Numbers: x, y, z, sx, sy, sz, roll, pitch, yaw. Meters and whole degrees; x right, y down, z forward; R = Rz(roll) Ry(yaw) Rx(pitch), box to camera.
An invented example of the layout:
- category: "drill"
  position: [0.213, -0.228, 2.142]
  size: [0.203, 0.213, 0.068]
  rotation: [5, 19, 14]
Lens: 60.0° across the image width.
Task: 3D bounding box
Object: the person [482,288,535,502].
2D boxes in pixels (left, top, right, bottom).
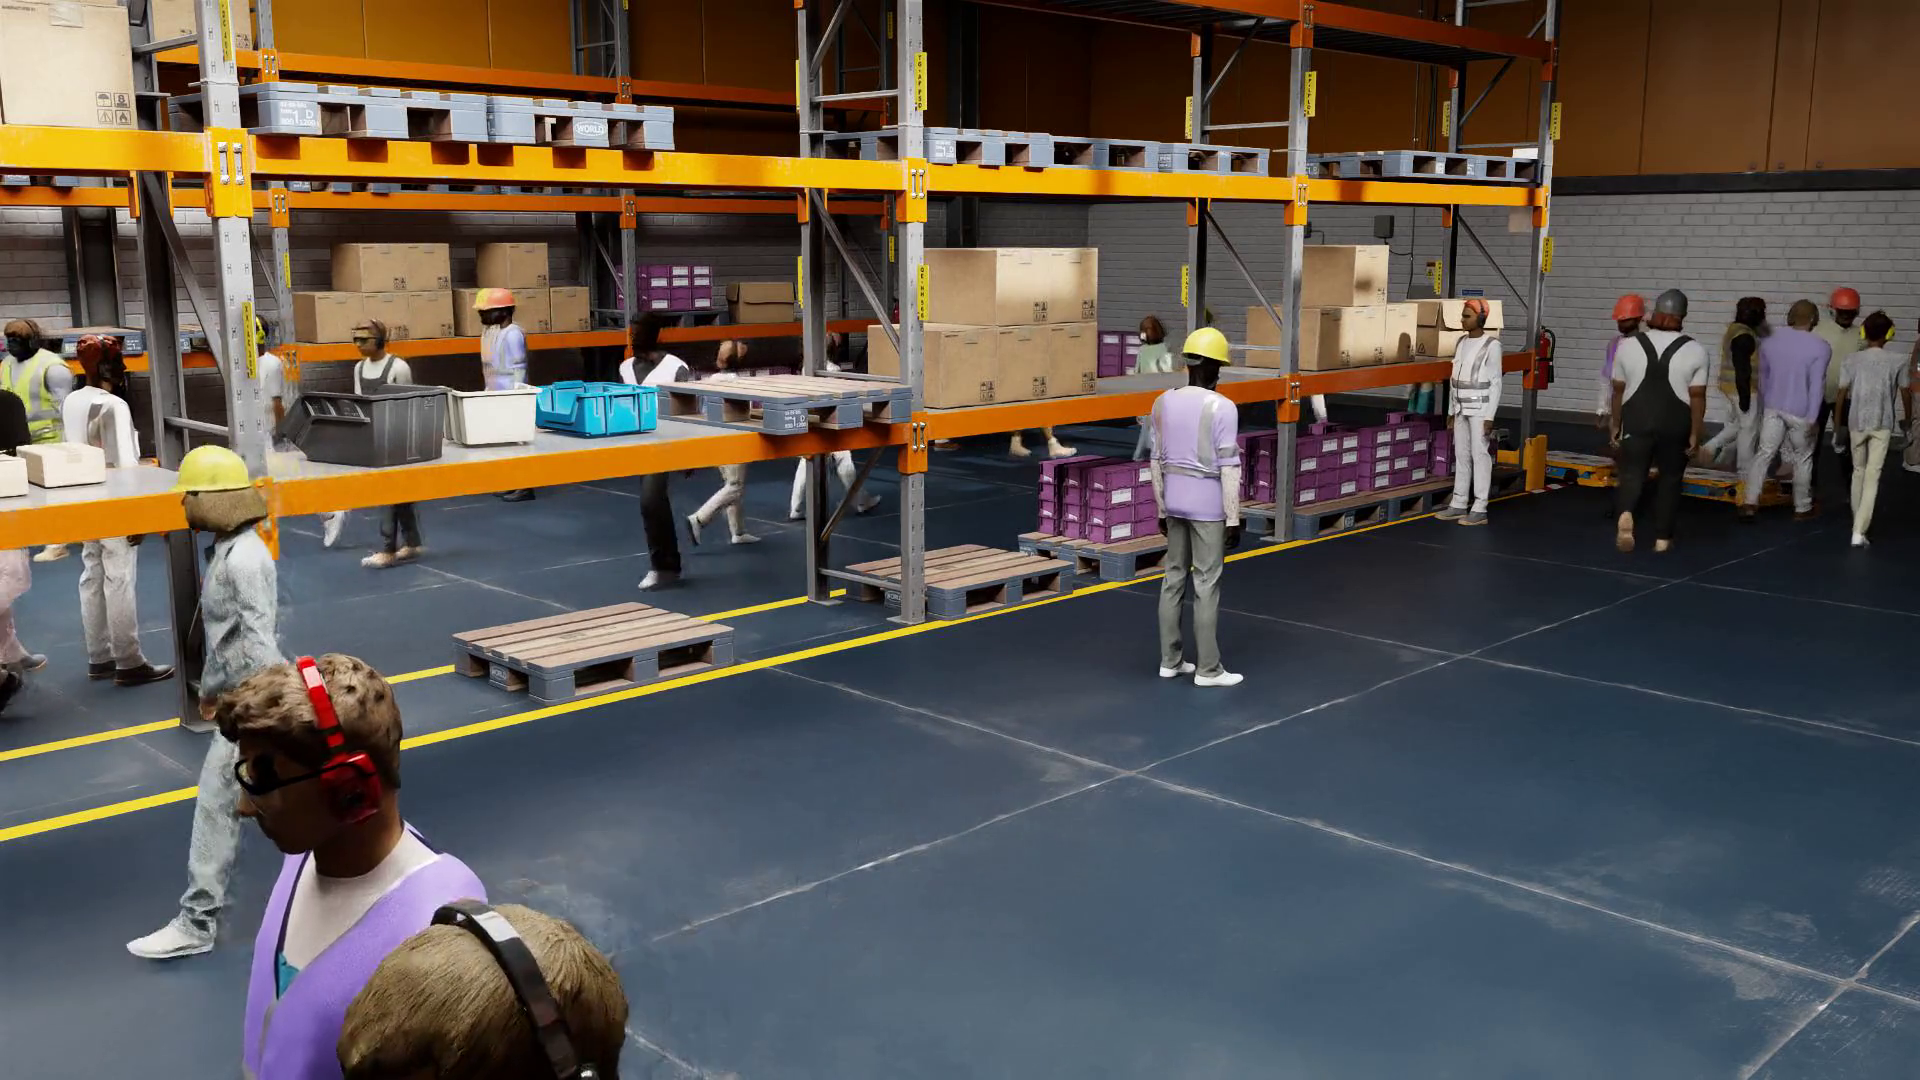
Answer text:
- category: "person"
  position: [-4.105, -1.312, 15.088]
  size: [0.378, 1.932, 0.551]
  rotation: [-5, 12, -27]

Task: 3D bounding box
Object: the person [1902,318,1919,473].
- category: "person"
  position: [9.812, -1.504, 16.943]
  size: [0.309, 1.639, 0.514]
  rotation: [5, 11, 24]

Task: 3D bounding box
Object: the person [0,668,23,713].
- category: "person"
  position: [-5.051, 0.083, 7.912]
  size: [0.591, 1.791, 0.913]
  rotation: [9, 14, 41]

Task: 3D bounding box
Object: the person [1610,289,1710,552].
- category: "person"
  position: [5.244, -0.892, 12.510]
  size: [0.687, 2.000, 0.799]
  rotation: [6, 12, 31]

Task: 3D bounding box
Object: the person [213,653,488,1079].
- category: "person"
  position: [-0.831, 1.053, 2.457]
  size: [0.388, 1.837, 0.564]
  rotation: [-9, 14, -41]

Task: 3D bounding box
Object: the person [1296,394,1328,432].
- category: "person"
  position: [4.184, -2.184, 20.003]
  size: [0.678, 1.863, 0.925]
  rotation: [-6, 12, -28]

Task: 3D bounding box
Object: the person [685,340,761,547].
- category: "person"
  position: [-1.822, -0.724, 12.731]
  size: [0.654, 1.614, 0.518]
  rotation: [-8, 13, -39]

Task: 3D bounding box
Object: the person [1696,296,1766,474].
- category: "person"
  position: [7.593, -1.460, 16.210]
  size: [0.617, 1.822, 0.643]
  rotation: [4, 11, 21]

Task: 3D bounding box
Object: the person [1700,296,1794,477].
- category: "person"
  position: [8.051, -1.541, 16.729]
  size: [0.897, 1.808, 0.632]
  rotation: [5, 11, 25]

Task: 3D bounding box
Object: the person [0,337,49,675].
- category: "person"
  position: [-5.210, -0.172, 8.802]
  size: [0.625, 1.969, 0.756]
  rotation: [3, 11, 15]

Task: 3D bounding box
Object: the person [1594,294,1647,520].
- category: "person"
  position: [5.587, -1.105, 14.029]
  size: [0.579, 1.908, 0.589]
  rotation: [-4, 11, -19]

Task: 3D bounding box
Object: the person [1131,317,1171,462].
- category: "person"
  position: [1.858, -1.429, 16.654]
  size: [0.764, 1.590, 0.510]
  rotation: [-5, 11, -25]

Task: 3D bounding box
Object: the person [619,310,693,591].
- category: "person"
  position: [-2.149, -0.606, 11.333]
  size: [0.610, 1.893, 0.650]
  rotation: [8, 13, 37]

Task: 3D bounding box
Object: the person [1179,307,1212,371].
- category: "person"
  position: [2.301, -1.368, 15.866]
  size: [0.539, 1.752, 0.541]
  rotation: [-6, 12, -28]

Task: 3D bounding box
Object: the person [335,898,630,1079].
- category: "person"
  position: [-0.349, 1.208, 1.522]
  size: [0.637, 1.876, 1.041]
  rotation: [10, 14, 44]

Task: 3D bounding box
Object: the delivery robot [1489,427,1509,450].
- category: "delivery robot"
  position: [5.317, -1.071, 17.282]
  size: [0.707, 0.478, 0.477]
  rotation: [9, 14, 42]

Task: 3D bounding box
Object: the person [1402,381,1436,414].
- category: "person"
  position: [4.563, -1.470, 16.501]
  size: [0.470, 1.732, 0.557]
  rotation: [4, 11, 20]

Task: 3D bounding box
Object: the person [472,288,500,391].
- category: "person"
  position: [-4.496, -1.550, 16.509]
  size: [0.830, 1.898, 0.586]
  rotation: [-10, 14, -42]

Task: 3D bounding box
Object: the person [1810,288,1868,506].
- category: "person"
  position: [7.904, -1.293, 14.993]
  size: [0.599, 1.935, 0.997]
  rotation: [2, 11, 8]

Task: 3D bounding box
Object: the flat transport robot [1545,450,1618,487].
- category: "flat transport robot"
  position: [5.996, -0.721, 16.406]
  size: [0.652, 0.197, 1.431]
  rotation: [-6, 12, -28]

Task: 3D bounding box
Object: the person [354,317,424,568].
- category: "person"
  position: [-4.211, -0.700, 12.084]
  size: [0.580, 1.809, 0.796]
  rotation: [6, 12, 31]

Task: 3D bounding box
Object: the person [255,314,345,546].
- category: "person"
  position: [-5.080, -0.779, 12.471]
  size: [0.687, 1.847, 0.523]
  rotation: [-9, 14, -41]

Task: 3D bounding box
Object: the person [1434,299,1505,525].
- category: "person"
  position: [4.270, -1.065, 13.880]
  size: [0.357, 1.883, 0.573]
  rotation: [-4, 11, -19]

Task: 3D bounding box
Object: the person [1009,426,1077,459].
- category: "person"
  position: [0.923, -1.874, 17.998]
  size: [0.921, 1.987, 0.637]
  rotation: [6, 12, 30]

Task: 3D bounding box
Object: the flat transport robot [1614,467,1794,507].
- category: "flat transport robot"
  position: [6.824, -0.508, 15.242]
  size: [0.652, 0.197, 1.431]
  rotation: [-7, 13, -34]

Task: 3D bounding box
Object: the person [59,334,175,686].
- category: "person"
  position: [-4.574, -0.158, 8.937]
  size: [0.574, 1.882, 0.358]
  rotation: [7, 13, 35]

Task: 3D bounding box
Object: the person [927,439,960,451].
- category: "person"
  position: [-0.249, -1.970, 18.664]
  size: [0.355, 1.938, 0.634]
  rotation: [-7, 12, -32]

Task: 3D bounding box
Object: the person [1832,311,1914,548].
- category: "person"
  position: [7.118, -0.865, 12.984]
  size: [0.535, 1.821, 1.002]
  rotation: [8, 13, 38]

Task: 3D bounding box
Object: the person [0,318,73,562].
- category: "person"
  position: [-6.778, -0.759, 12.424]
  size: [0.652, 1.819, 0.649]
  rotation: [5, 11, 24]

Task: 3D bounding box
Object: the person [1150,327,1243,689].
- category: "person"
  position: [1.277, -0.170, 8.898]
  size: [0.380, 1.922, 0.603]
  rotation: [-9, 14, -40]

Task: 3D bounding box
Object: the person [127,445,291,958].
- category: "person"
  position: [-2.491, 0.537, 5.611]
  size: [0.824, 1.706, 0.502]
  rotation: [-5, 11, -25]

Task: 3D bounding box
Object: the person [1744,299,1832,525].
- category: "person"
  position: [6.874, -1.055, 13.872]
  size: [1.010, 1.897, 0.637]
  rotation: [-8, 13, -36]

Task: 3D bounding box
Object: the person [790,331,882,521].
- category: "person"
  position: [-1.091, -0.966, 14.130]
  size: [0.883, 1.591, 0.538]
  rotation: [-9, 14, -41]
